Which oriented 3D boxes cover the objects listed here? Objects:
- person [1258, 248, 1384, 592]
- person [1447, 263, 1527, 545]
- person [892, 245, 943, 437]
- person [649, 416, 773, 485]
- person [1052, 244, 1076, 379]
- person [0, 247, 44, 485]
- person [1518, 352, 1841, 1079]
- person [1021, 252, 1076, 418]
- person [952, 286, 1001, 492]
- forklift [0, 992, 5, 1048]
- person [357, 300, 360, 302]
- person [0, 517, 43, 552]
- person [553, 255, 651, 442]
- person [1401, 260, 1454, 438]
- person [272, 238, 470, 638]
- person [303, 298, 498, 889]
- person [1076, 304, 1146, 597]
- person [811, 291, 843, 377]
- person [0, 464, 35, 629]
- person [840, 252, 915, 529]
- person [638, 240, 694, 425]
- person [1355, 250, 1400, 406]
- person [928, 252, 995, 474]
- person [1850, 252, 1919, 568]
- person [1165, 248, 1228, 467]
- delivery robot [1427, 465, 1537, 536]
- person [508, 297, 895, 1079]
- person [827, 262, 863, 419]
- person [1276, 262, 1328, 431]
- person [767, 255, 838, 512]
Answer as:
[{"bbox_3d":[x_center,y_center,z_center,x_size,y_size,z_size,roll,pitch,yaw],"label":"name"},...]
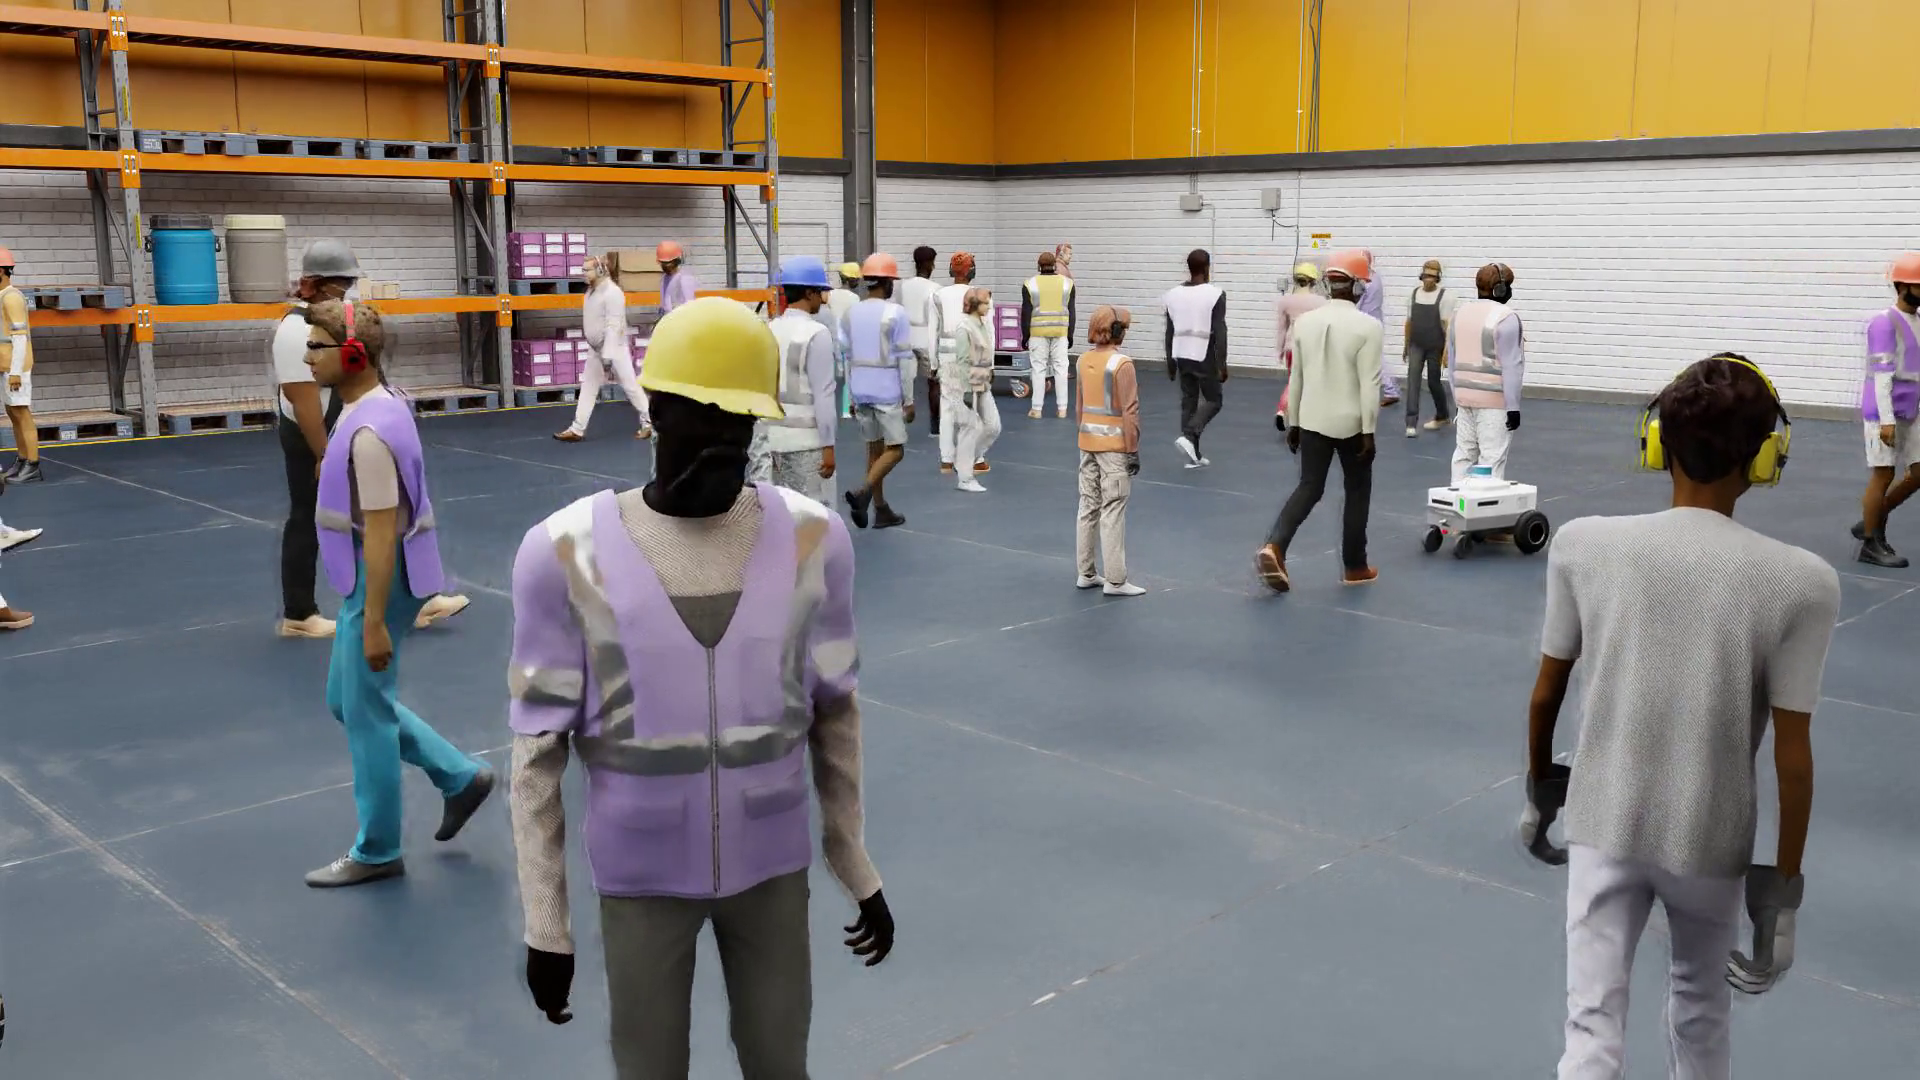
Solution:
[{"bbox_3d":[2.074,-0.665,9.428,0.618,1.959,0.897,10,14,43],"label":"person"},{"bbox_3d":[3.484,-0.895,10.969,0.430,1.845,0.620,-4,11,-23],"label":"person"},{"bbox_3d":[-0.421,-1.947,16.468,0.610,1.935,0.869,5,11,25],"label":"person"},{"bbox_3d":[-1.004,-0.046,6.667,0.506,1.709,0.810,0,10,-1],"label":"person"},{"bbox_3d":[1.440,-3.244,23.624,0.401,1.901,0.642,-2,11,-11],"label":"person"},{"bbox_3d":[-7.779,-1.423,13.586,0.357,1.937,0.550,-9,14,-40],"label":"person"},{"bbox_3d":[1.295,0.563,3.103,0.535,1.817,0.996,5,12,28],"label":"person"},{"bbox_3d":[0.974,-2.270,18.488,0.621,1.837,0.429,-2,11,-9],"label":"person"},{"bbox_3d":[0.124,-1.178,13.100,0.372,1.622,0.537,5,12,26],"label":"person"},{"bbox_3d":[-3.245,0.323,3.363,2.313,2.155,1.214,2,11,13],"label":"forklift"},{"bbox_3d":[-4.891,-1.314,13.005,0.594,1.930,0.353,7,12,33],"label":"person"},{"bbox_3d":[-6.284,-0.709,10.301,0.920,1.716,0.552,-7,12,-32],"label":"person"},{"bbox_3d":[-3.462,-1.877,16.355,1.079,1.838,0.654,-9,14,-40],"label":"person"},{"bbox_3d":[4.764,-1.954,16.918,0.556,1.794,0.904,7,12,33],"label":"person"},{"bbox_3d":[-2.996,-0.502,8.282,0.974,2.000,0.709,1,10,7],"label":"person"},{"bbox_3d":[-1.796,0.171,5.166,0.502,1.834,0.583,-4,11,-19],"label":"person"},{"bbox_3d":[0.829,-0.501,9.374,0.307,1.639,0.513,-7,12,-32],"label":"person"},{"bbox_3d":[-1.347,-1.681,15.853,0.535,1.611,0.604,6,12,29],"label":"person"},{"bbox_3d":[-4.911,-0.408,8.256,0.617,1.856,0.730,8,13,37],"label":"person"},{"bbox_3d":[-0.604,-0.987,11.295,0.551,1.915,0.703,7,12,32],"label":"person"},{"bbox_3d":[-2.972,-2.220,17.850,0.999,1.981,0.631,-7,12,-33],"label":"person"},{"bbox_3d":[4.824,-2.521,19.822,1.006,1.858,0.662,6,12,30],"label":"person"},{"bbox_3d":[0.016,-1.496,14.128,0.583,1.882,0.338,3,11,16],"label":"person"},{"bbox_3d":[5.710,-0.778,10.115,0.550,1.917,0.391,-6,12,-28],"label":"person"},{"bbox_3d":[2.032,-1.559,14.399,0.608,1.908,0.519,9,14,40],"label":"person"},{"bbox_3d":[3.339,-0.237,10.637,0.707,0.478,0.477,-6,12,-28],"label":"delivery robot"},{"bbox_3d":[-0.444,0.550,2.897,0.647,1.913,0.371,-4,11,-19],"label":"person"},{"bbox_3d":[-1.359,-2.178,18.262,0.538,1.732,0.652,10,14,43],"label":"person"},{"bbox_3d":[3.456,-1.913,16.780,0.531,1.753,0.402,8,13,38],"label":"person"},{"bbox_3d":[-0.911,-0.534,8.785,0.655,1.922,0.619,-7,13,-35],"label":"person"}]
